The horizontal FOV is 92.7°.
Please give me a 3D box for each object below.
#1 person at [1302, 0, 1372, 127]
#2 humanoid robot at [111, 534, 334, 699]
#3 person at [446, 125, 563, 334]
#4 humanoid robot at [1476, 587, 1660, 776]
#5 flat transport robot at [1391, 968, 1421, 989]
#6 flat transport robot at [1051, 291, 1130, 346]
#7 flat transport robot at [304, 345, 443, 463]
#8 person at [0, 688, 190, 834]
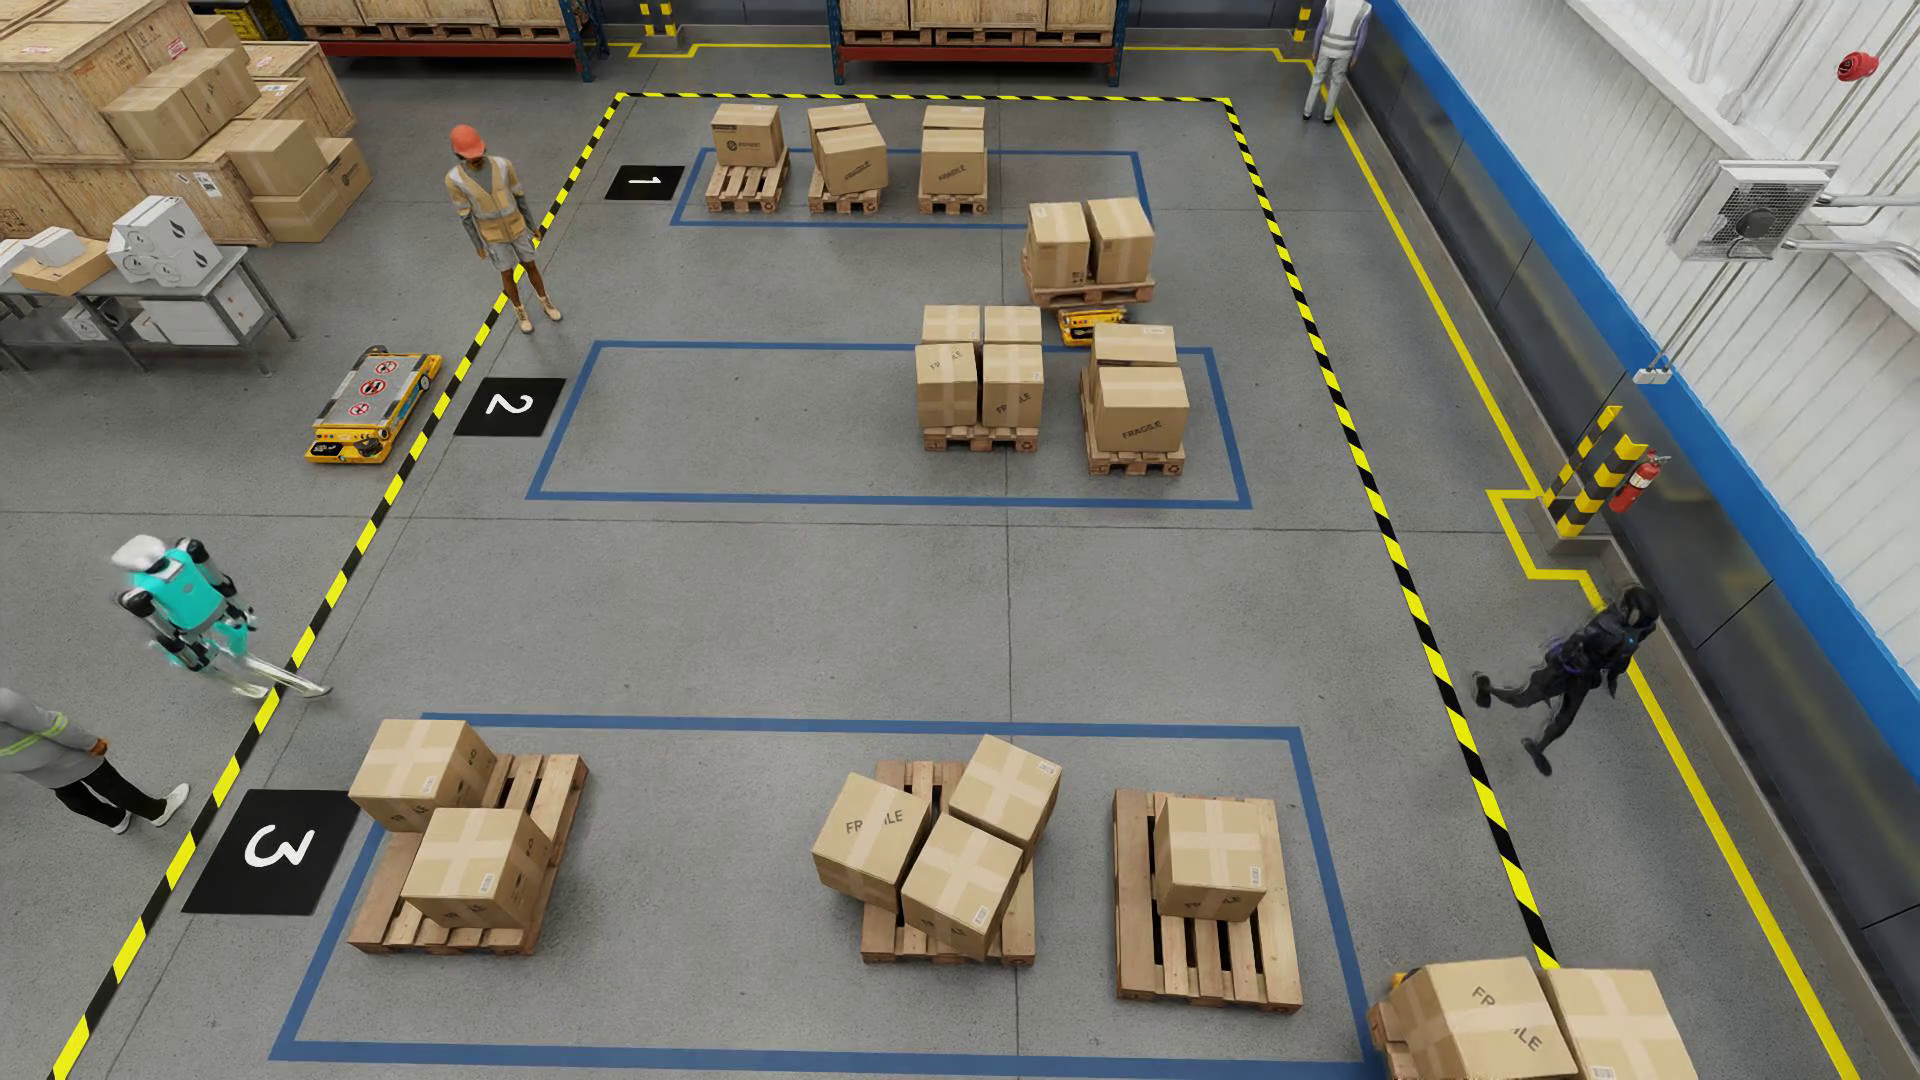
[{"bbox_3d":[4.767,-6.206,11.593,0.596,1.830,0.402,21,53,17],"label":"person"},{"bbox_3d":[-4.894,0.580,5.905,0.959,1.735,0.545,9,50,8],"label":"humanoid robot"},{"bbox_3d":[-4.302,-2.906,8.666,0.614,2.039,0.385,-31,56,-24],"label":"person"},{"bbox_3d":[3.864,0.794,5.789,0.598,1.638,0.687,-8,50,-7],"label":"humanoid robot"},{"bbox_3d":[2.815,3.025,4.789,0.652,0.197,1.431,1,50,0],"label":"flat transport robot"},{"bbox_3d":[1.290,-2.544,9.502,0.652,0.197,1.431,-5,50,-4],"label":"flat transport robot"},{"bbox_3d":[-5.383,-1.269,8.441,0.659,0.231,1.431,1,50,1],"label":"flat transport robot"},{"bbox_3d":[-5.336,1.185,5.330,0.586,1.848,0.395,-6,50,-5],"label":"person"}]
